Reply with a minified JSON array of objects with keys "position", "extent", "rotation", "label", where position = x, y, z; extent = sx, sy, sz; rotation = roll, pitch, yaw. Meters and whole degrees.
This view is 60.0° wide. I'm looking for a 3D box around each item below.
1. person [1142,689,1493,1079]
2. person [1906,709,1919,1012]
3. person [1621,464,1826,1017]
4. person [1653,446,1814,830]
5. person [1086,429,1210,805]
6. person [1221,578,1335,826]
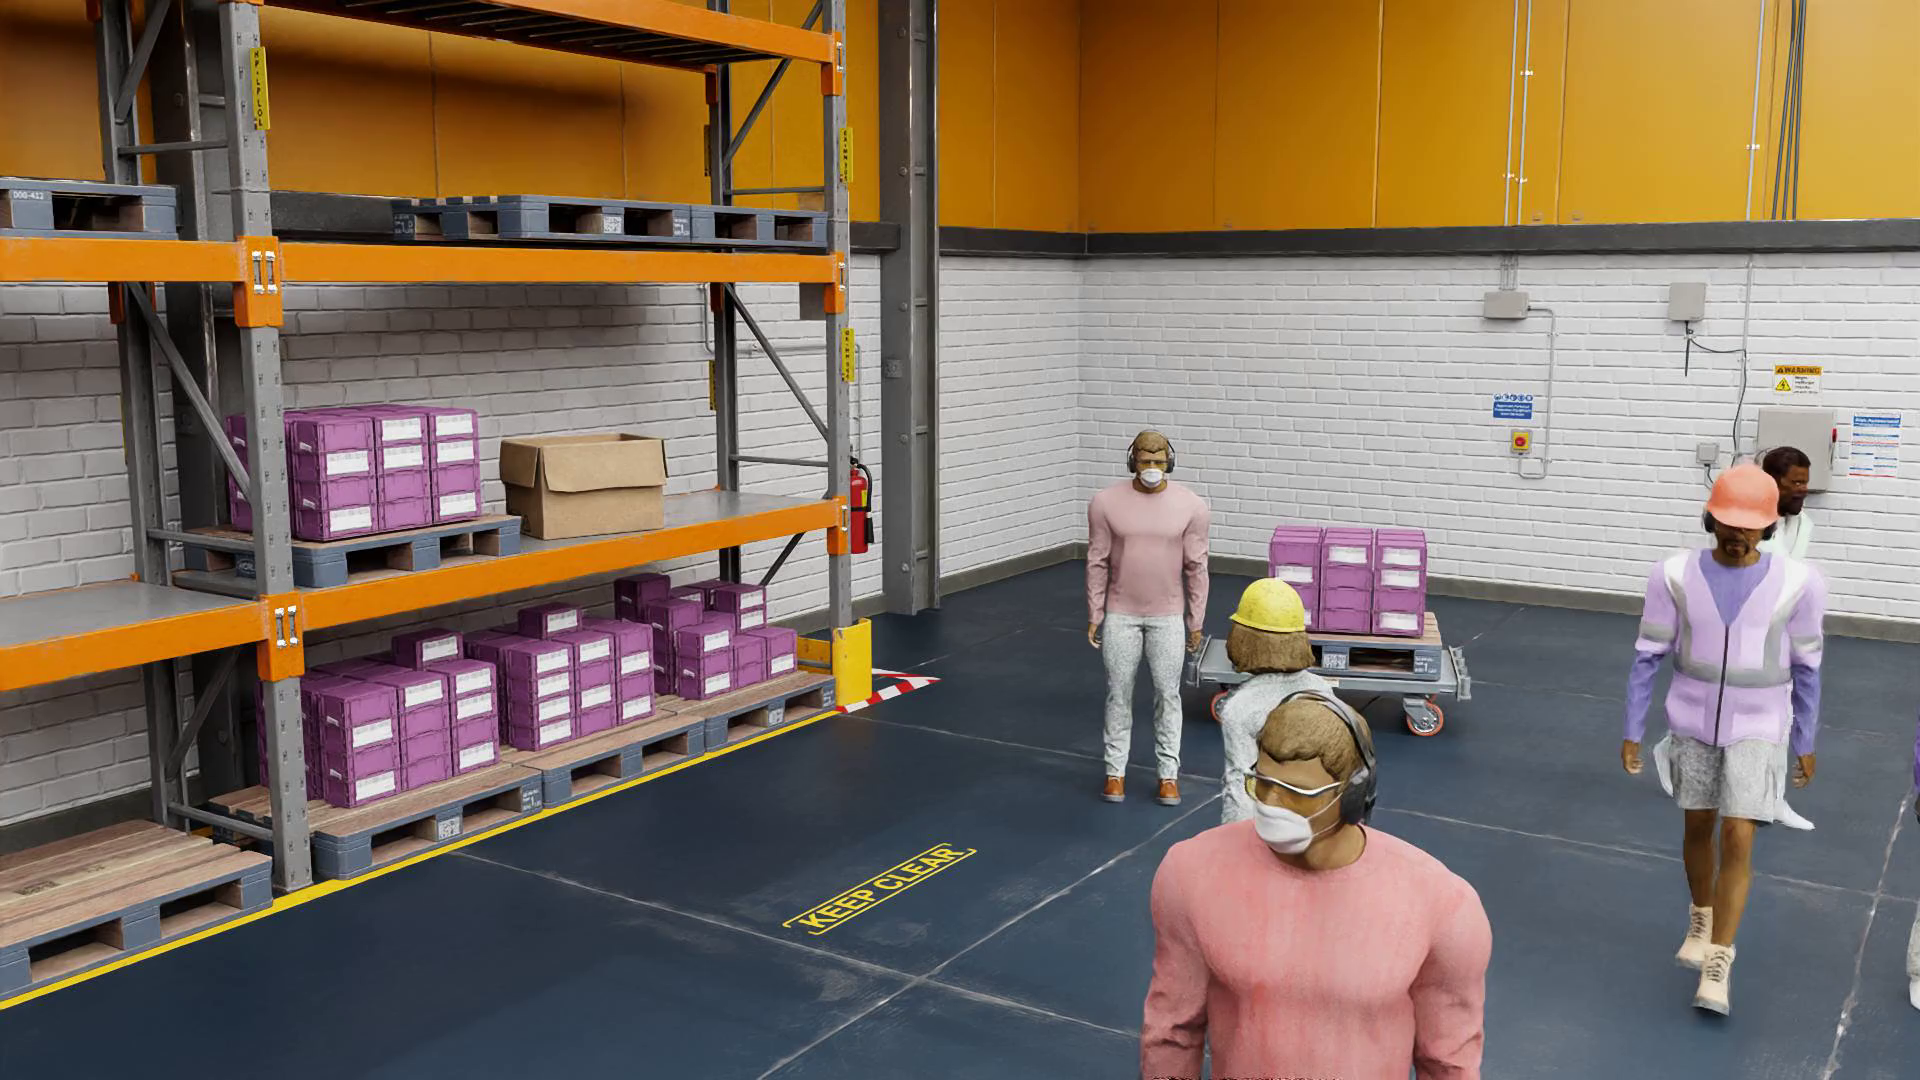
[{"position":[0.647,1.218,3.134],"extent":[0.631,1.936,0.362],"rotation":[3,9,21],"label":"person"},{"position":[3.712,0.933,5.992],"extent":[0.514,1.631,0.318],"rotation":[3,9,18],"label":"person"},{"position":[2.794,0.721,6.162],"extent":[0.649,1.994,0.967],"rotation":[6,10,33],"label":"person"},{"position":[3.905,0.456,8.293],"extent":[0.604,1.885,0.757],"rotation":[-5,10,-28],"label":"person"},{"position":[0.956,0.392,8.532],"extent":[0.628,1.932,0.381],"rotation":[1,9,9],"label":"person"},{"position":[0.973,0.983,5.287],"extent":[0.483,1.745,0.302],"rotation":[-7,11,-40],"label":"person"}]
